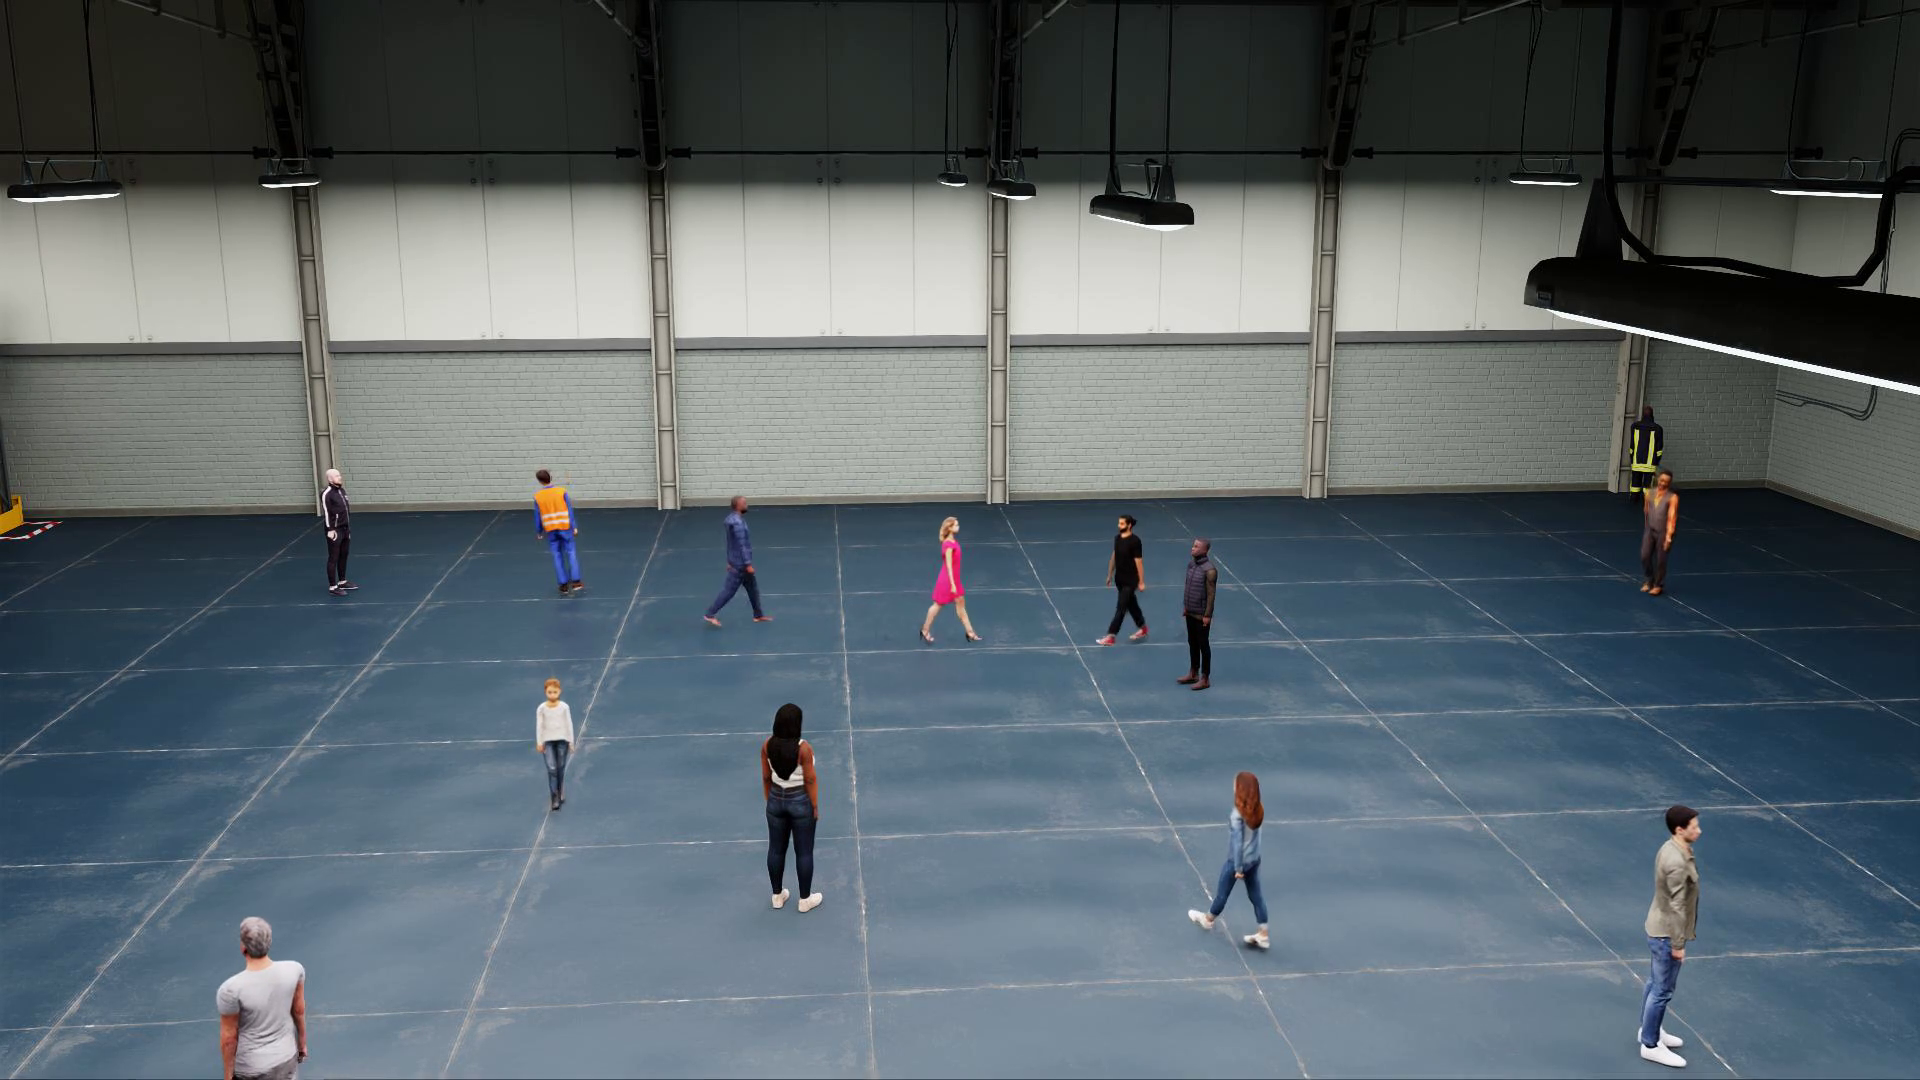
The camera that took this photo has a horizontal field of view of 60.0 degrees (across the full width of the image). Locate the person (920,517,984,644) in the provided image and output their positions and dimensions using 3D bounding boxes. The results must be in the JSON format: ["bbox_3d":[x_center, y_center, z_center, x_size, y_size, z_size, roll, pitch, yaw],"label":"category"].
[{"bbox_3d":[-0.234,0.558,21.630,1.122,1.675,0.780,3,13,11],"label":"person"}]

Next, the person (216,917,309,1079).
[{"bbox_3d":[-4.143,3.173,10.015,0.916,1.821,0.848,12,17,41],"label":"person"}]

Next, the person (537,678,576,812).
[{"bbox_3d":[-3.972,1.979,16.344,0.833,1.292,0.677,-4,14,-17],"label":"person"}]

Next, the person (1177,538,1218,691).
[{"bbox_3d":[2.874,0.864,19.953,0.716,1.836,0.768,-6,15,-26],"label":"person"}]

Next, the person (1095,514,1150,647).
[{"bbox_3d":[2.243,0.528,21.682,1.249,1.710,0.994,-8,15,-30],"label":"person"}]

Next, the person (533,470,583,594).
[{"bbox_3d":[-5.837,-0.101,24.186,0.566,1.805,0.854,1,13,3],"label":"person"}]

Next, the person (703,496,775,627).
[{"bbox_3d":[-3.067,0.324,22.419,1.214,1.775,0.771,-3,13,-12],"label":"person"}]

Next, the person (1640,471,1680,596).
[{"bbox_3d":[10.106,-0.099,24.042,0.938,1.866,0.888,-7,15,-26],"label":"person"}]

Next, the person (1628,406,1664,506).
[{"bbox_3d":[12.551,-1.560,30.455,0.851,1.820,0.920,10,16,36],"label":"person"}]

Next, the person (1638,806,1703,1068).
[{"bbox_3d":[4.990,2.753,11.729,0.739,1.866,0.783,5,14,19],"label":"person"}]

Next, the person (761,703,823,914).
[{"bbox_3d":[-1.430,2.247,14.040,0.684,1.809,0.798,5,14,20],"label":"person"}]

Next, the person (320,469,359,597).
[{"bbox_3d":[-9.103,-0.137,24.275,0.644,1.837,0.727,2,13,7],"label":"person"}]

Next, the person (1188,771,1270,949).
[{"bbox_3d":[2.347,2.589,13.363,0.986,1.447,0.962,13,18,43],"label":"person"}]
